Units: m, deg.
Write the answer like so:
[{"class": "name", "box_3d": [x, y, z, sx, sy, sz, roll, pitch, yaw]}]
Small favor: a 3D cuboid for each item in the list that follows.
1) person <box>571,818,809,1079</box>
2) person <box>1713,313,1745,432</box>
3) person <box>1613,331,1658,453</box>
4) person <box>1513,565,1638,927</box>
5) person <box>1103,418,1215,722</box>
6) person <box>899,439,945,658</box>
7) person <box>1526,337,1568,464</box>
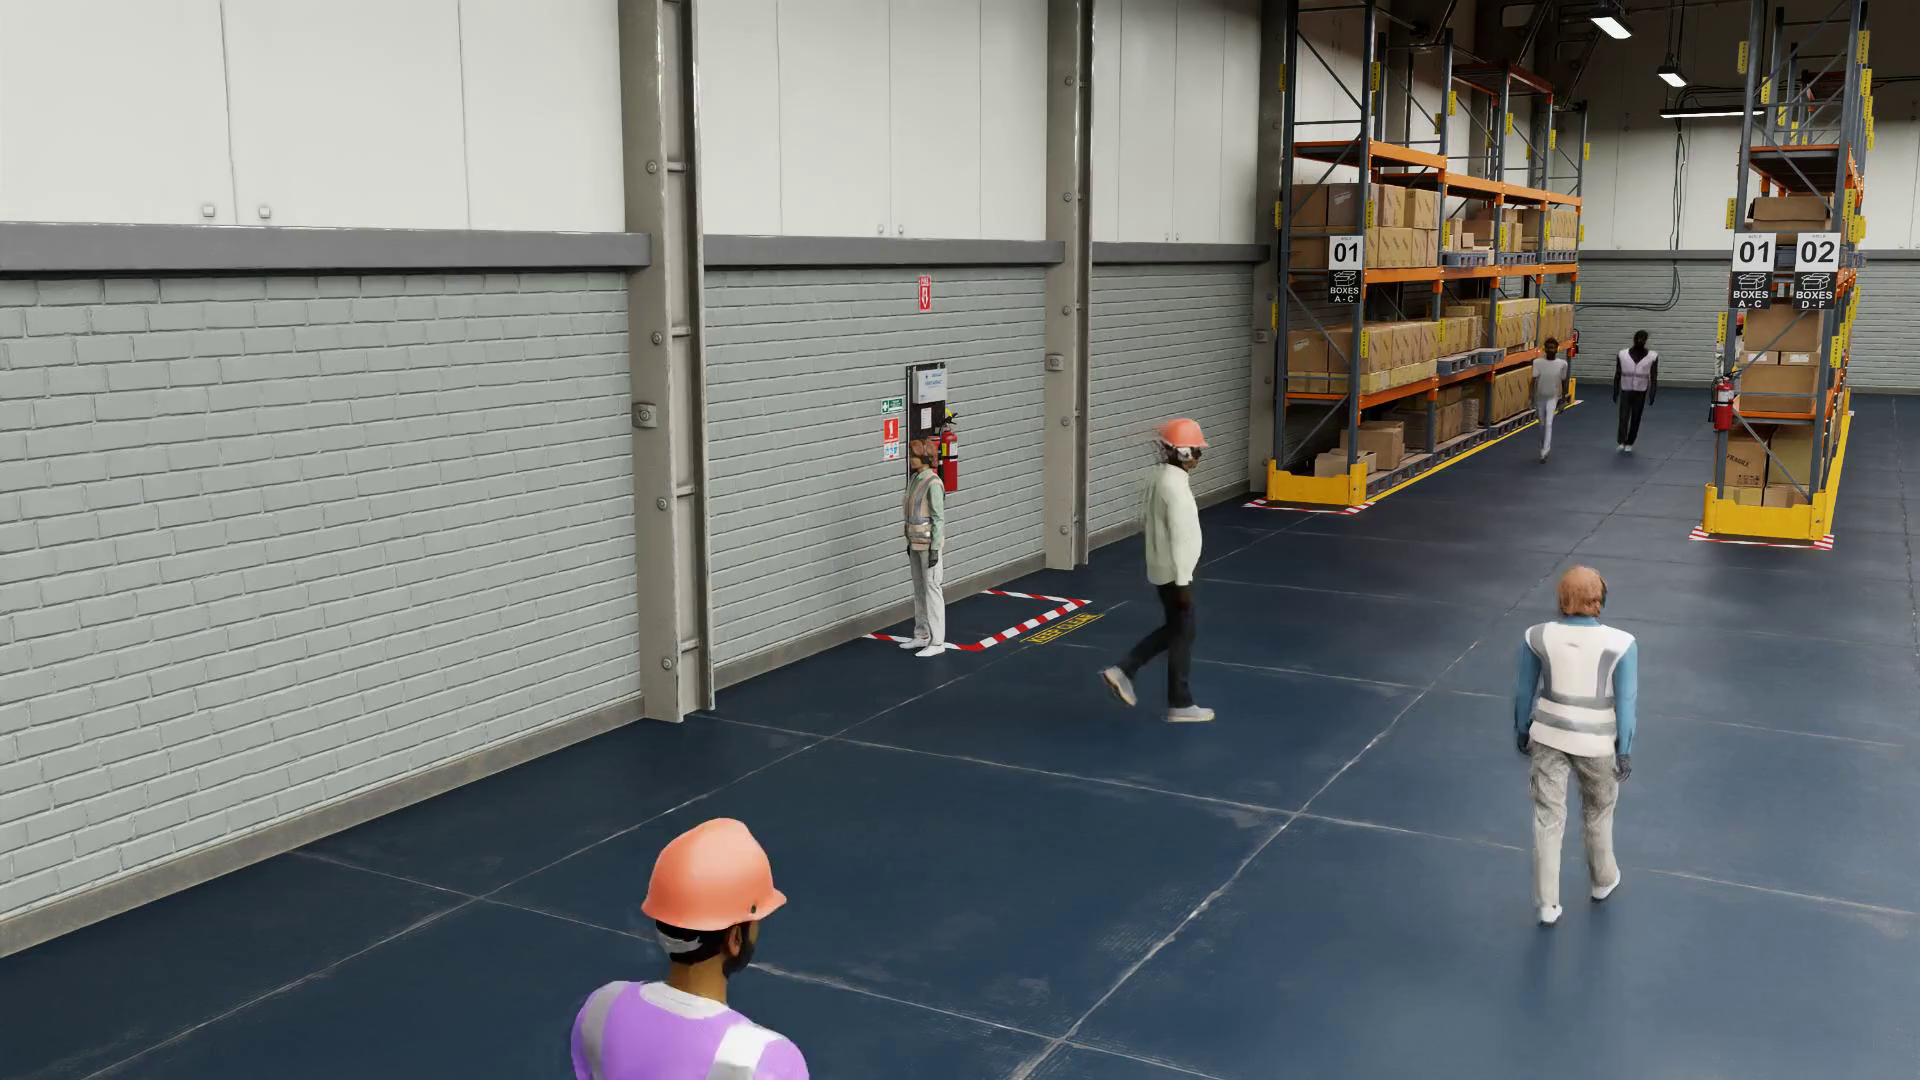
[{"class": "person", "box_3d": [-0.469, 1.483, 3.407, 0.573, 1.878, 1.005, 7, 12, 35]}, {"class": "person", "box_3d": [13.108, -2.822, 28.171, 0.607, 2.039, 0.395, 5, 11, 27]}, {"class": "person", "box_3d": [10.217, -2.228, 25.190, 0.601, 1.861, 1.012, 4, 10, 22]}, {"class": "person", "box_3d": [2.798, 0.906, 7.550, 0.543, 1.610, 0.687, 6, 11, 31]}, {"class": "person", "box_3d": [1.313, 0.205, 10.651, 0.606, 1.977, 0.614, -1, 10, -4]}, {"class": "person", "box_3d": [-0.268, 0.055, 12.489, 0.307, 1.639, 0.525, -4, 11, -23]}, {"class": "person", "box_3d": [8.590, -2.052, 24.325, 0.507, 1.827, 0.998, 5, 11, 28]}]
